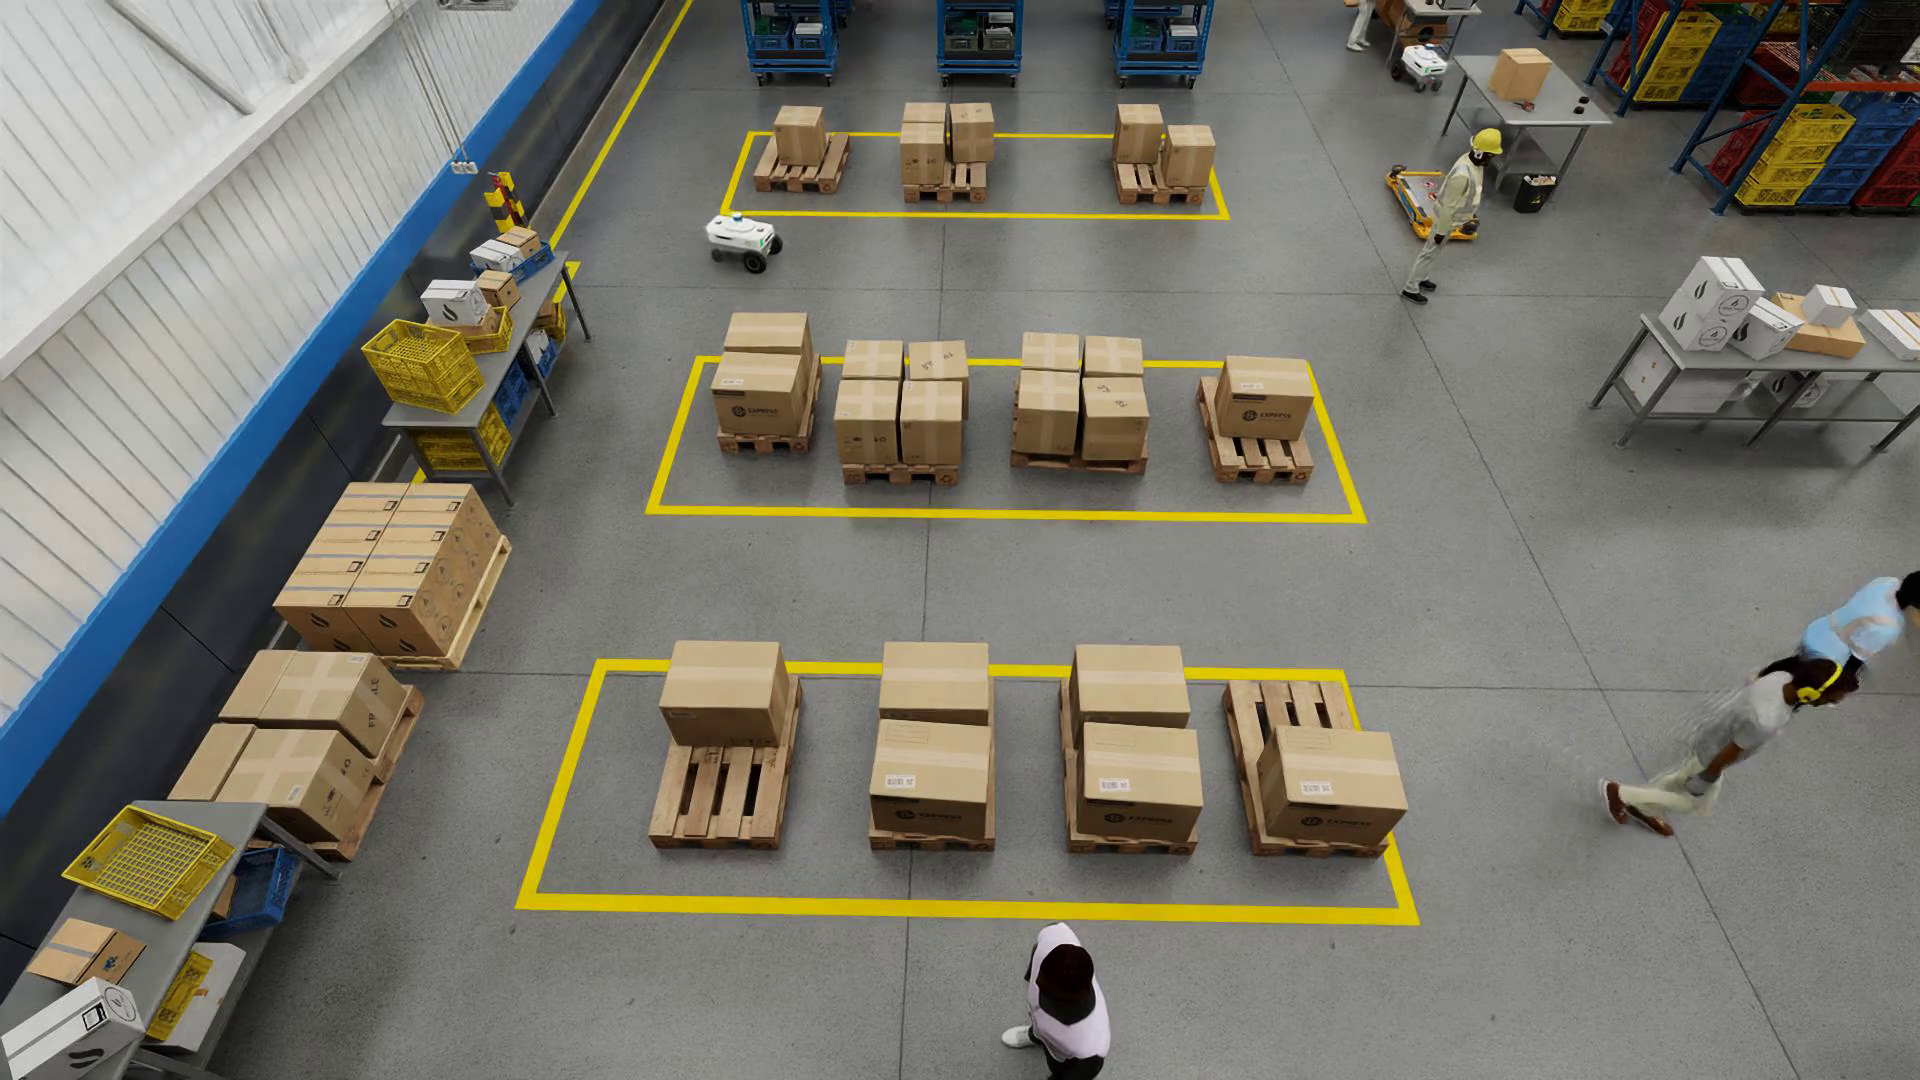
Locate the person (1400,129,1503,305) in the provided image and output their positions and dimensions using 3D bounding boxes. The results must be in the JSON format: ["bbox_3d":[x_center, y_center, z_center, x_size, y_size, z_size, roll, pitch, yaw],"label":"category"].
[{"bbox_3d":[5.000,-3.282,9.336,0.403,1.823,0.592,27,54,21],"label":"person"}]

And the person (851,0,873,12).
[{"bbox_3d":[-1.578,-9.519,14.651,0.644,1.963,0.527,-7,49,-6],"label":"person"}]

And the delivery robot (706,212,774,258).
[{"bbox_3d":[-2.443,-3.408,10.219,0.707,0.478,0.477,14,50,11],"label":"delivery robot"}]

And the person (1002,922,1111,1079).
[{"bbox_3d":[0.477,2.323,4.423,0.378,1.917,0.598,-14,51,-12],"label":"person"}]

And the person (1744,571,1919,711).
[{"bbox_3d":[5.701,0.702,5.986,0.331,1.674,0.577,26,54,21],"label":"person"}]

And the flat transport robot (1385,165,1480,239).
[{"bbox_3d":[5.692,-4.094,11.059,0.652,0.197,1.431,1,49,1],"label":"flat transport robot"}]

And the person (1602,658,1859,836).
[{"bbox_3d":[4.476,1.252,5.392,0.409,1.848,0.571,35,58,27],"label":"person"}]

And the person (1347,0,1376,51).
[{"bbox_3d":[6.205,-8.288,13.793,0.341,1.631,0.542,36,58,27],"label":"person"}]

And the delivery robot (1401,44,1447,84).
[{"bbox_3d":[6.701,-6.898,13.240,0.477,0.478,0.707,-8,50,-7],"label":"delivery robot"}]
